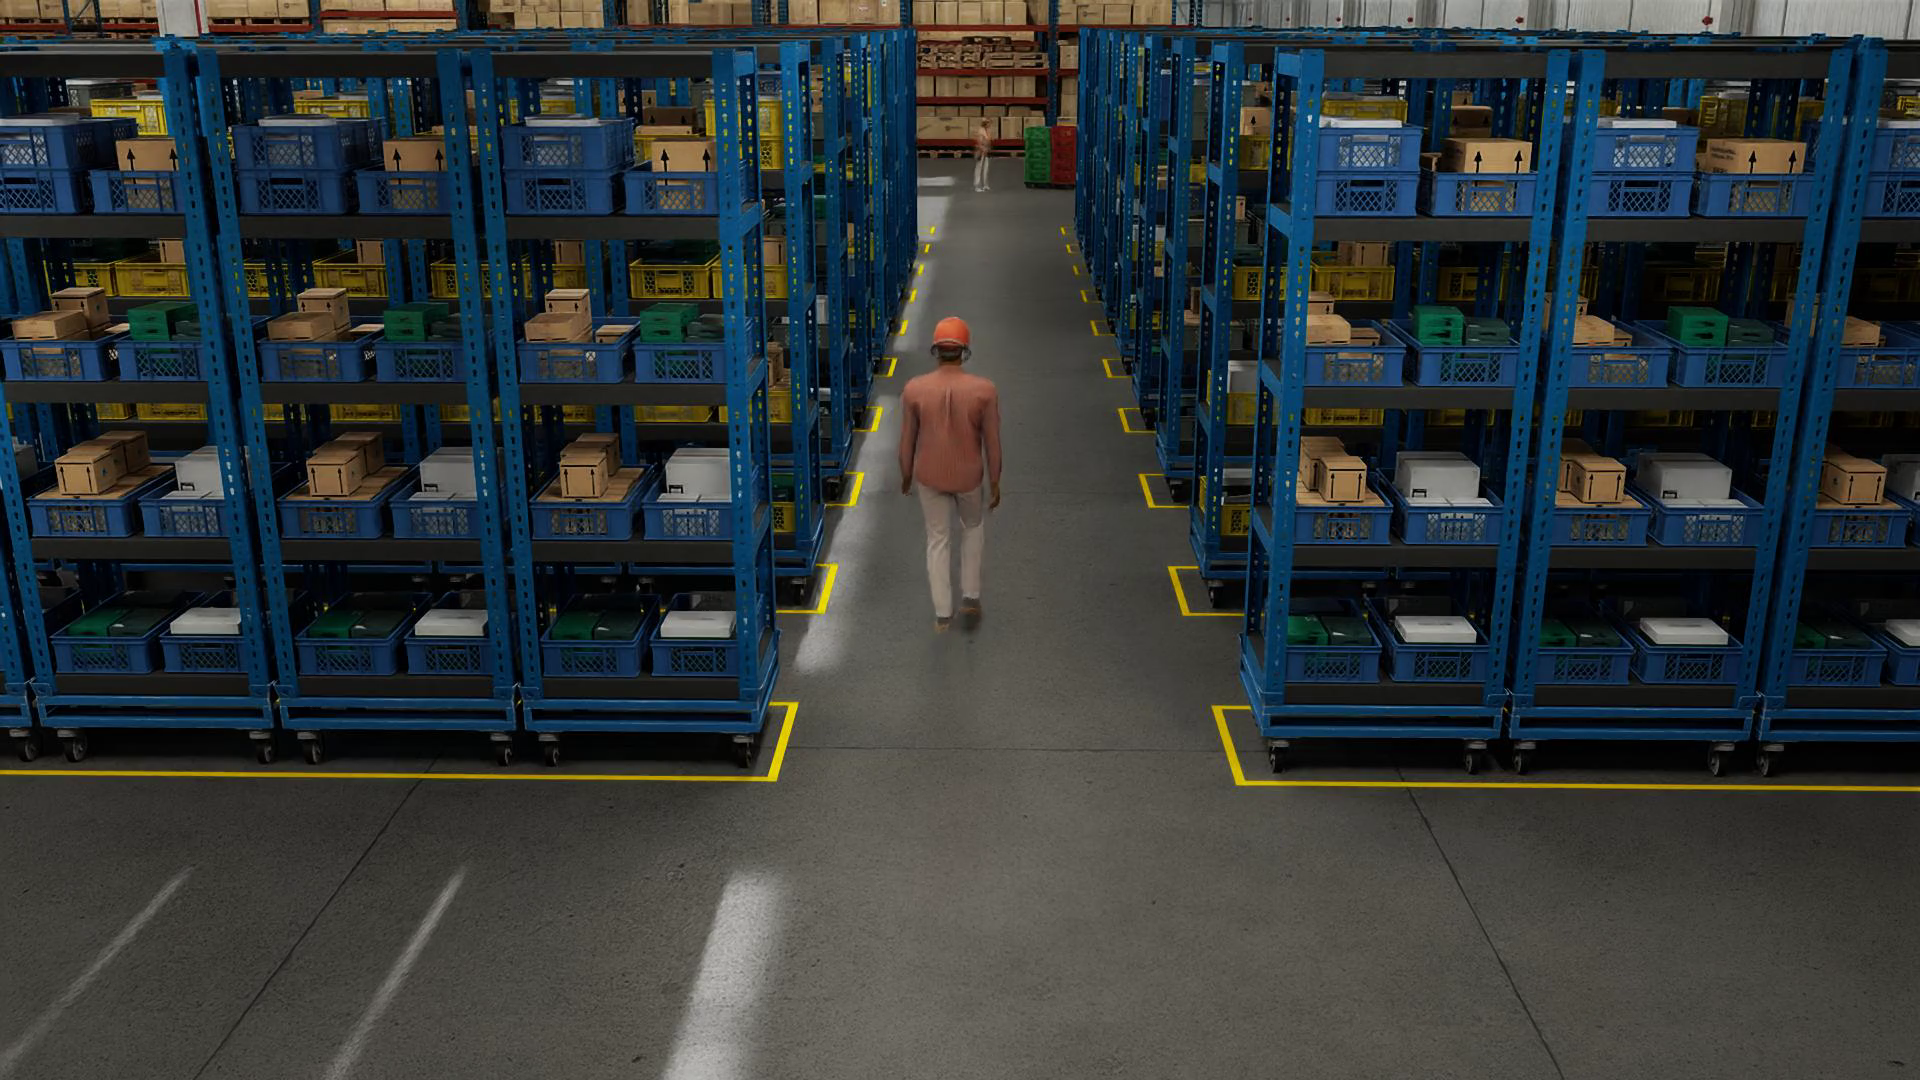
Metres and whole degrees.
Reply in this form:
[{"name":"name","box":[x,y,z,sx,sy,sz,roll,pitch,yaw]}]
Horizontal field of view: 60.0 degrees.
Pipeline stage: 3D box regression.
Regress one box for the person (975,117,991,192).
[{"name":"person","box":[0.496,-8.606,37.124,0.347,1.628,0.588,4,18,13]}]

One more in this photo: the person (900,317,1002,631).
[{"name":"person","box":[-0.055,-0.418,10.464,0.647,1.968,0.581,1,17,3]}]

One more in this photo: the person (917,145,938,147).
[{"name":"person","box":[-1.051,-12.533,49.353,0.884,1.794,0.624,-6,18,-17]}]
